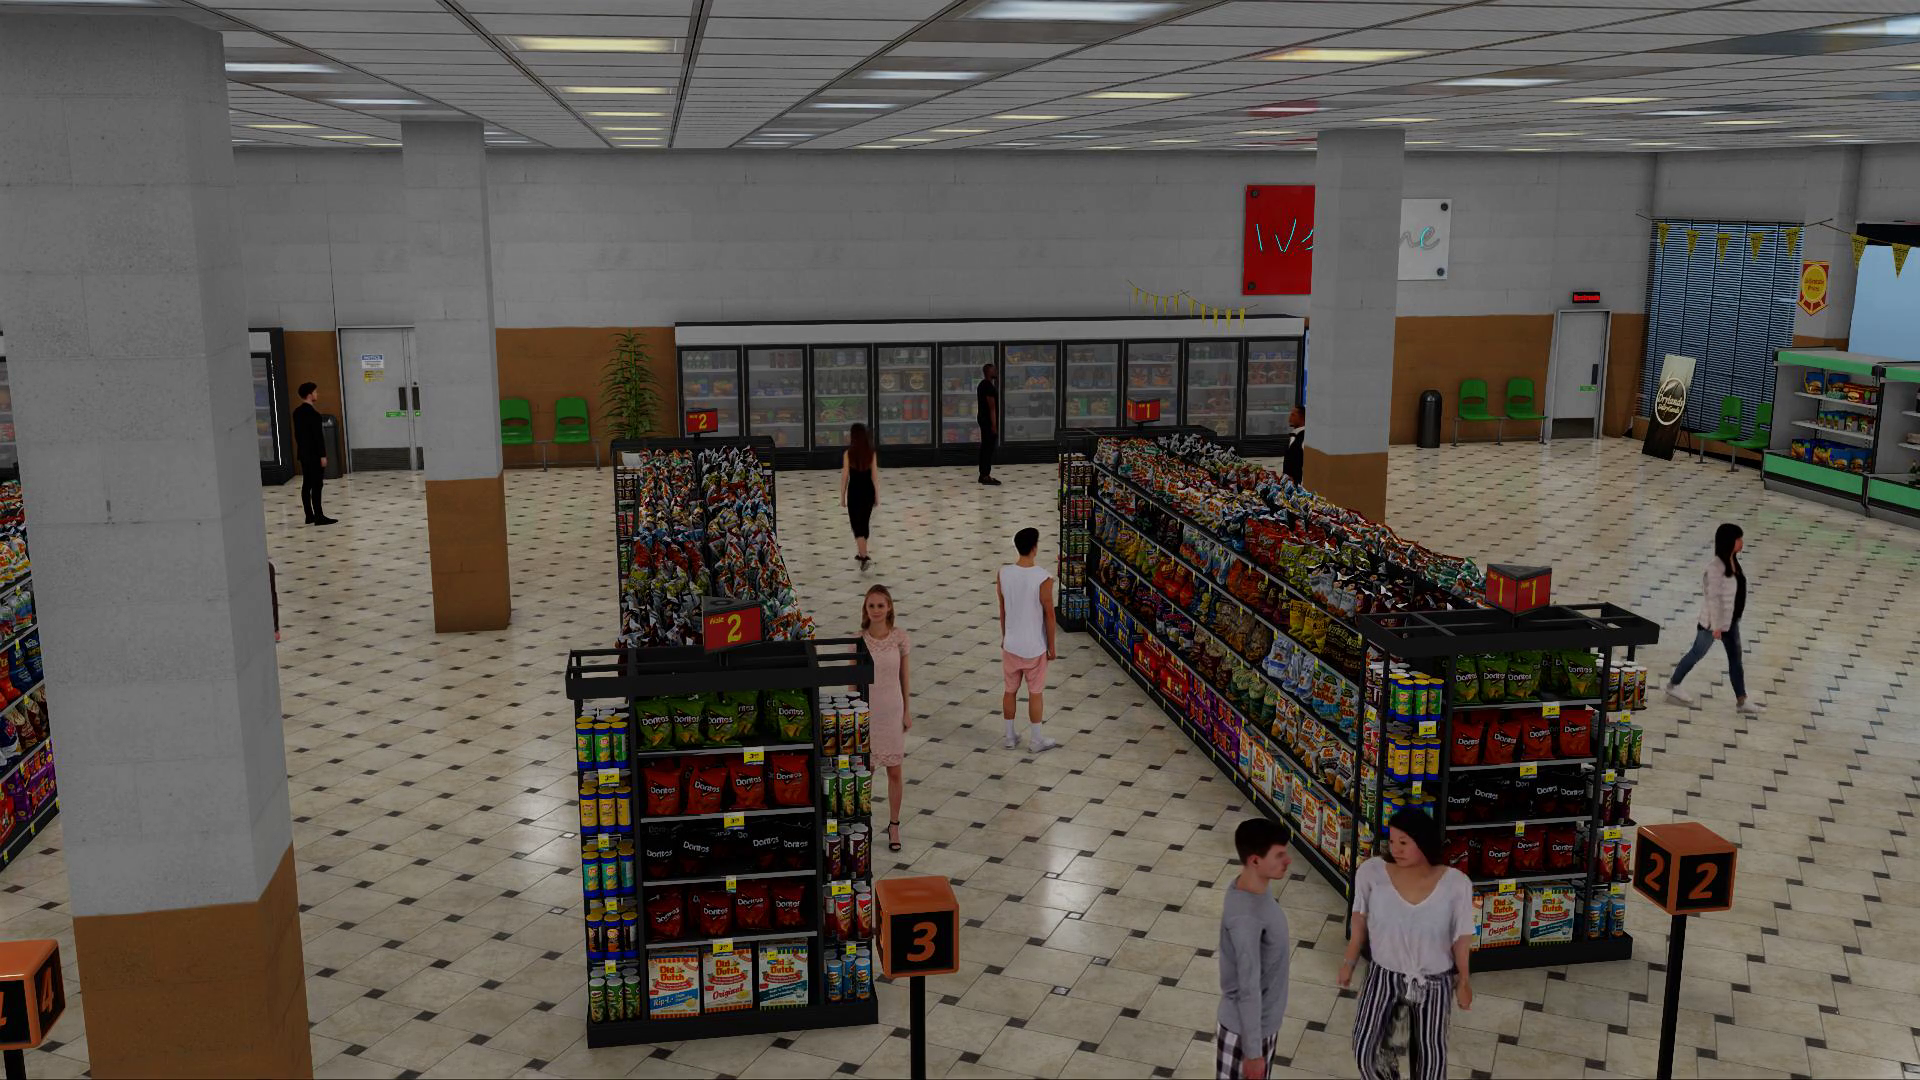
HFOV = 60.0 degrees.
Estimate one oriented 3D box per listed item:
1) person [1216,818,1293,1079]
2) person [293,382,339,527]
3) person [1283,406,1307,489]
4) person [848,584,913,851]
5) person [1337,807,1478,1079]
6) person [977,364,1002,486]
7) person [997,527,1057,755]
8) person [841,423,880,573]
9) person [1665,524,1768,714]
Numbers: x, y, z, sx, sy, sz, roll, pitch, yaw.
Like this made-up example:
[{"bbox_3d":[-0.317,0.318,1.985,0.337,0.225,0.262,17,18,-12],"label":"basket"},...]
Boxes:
[{"bbox_3d":[1.210,2.039,6.997,0.764,1.847,0.622,3,12,14],"label":"person"},{"bbox_3d":[-8.589,-1.147,22.015,0.774,1.893,0.847,9,15,37],"label":"person"},{"bbox_3d":[3.960,-0.617,19.437,0.748,1.919,0.514,-3,12,-12],"label":"person"},{"bbox_3d":[-0.531,1.185,11.094,0.599,1.829,0.528,-1,12,-3],"label":"person"},{"bbox_3d":[2.070,1.992,7.670,0.879,1.662,0.869,1,12,6],"label":"person"},{"bbox_3d":[0.426,-1.757,25.092,0.732,1.819,0.492,-3,12,-13],"label":"person"},{"bbox_3d":[0.508,0.788,13.080,0.729,1.789,0.766,6,13,27],"label":"person"},{"bbox_3d":[-1.131,-0.464,19.269,0.685,1.688,1.162,-4,13,-19],"label":"person"},{"bbox_3d":[6.351,0.670,14.100,0.988,1.599,1.180,-10,16,-41],"label":"person"}]
